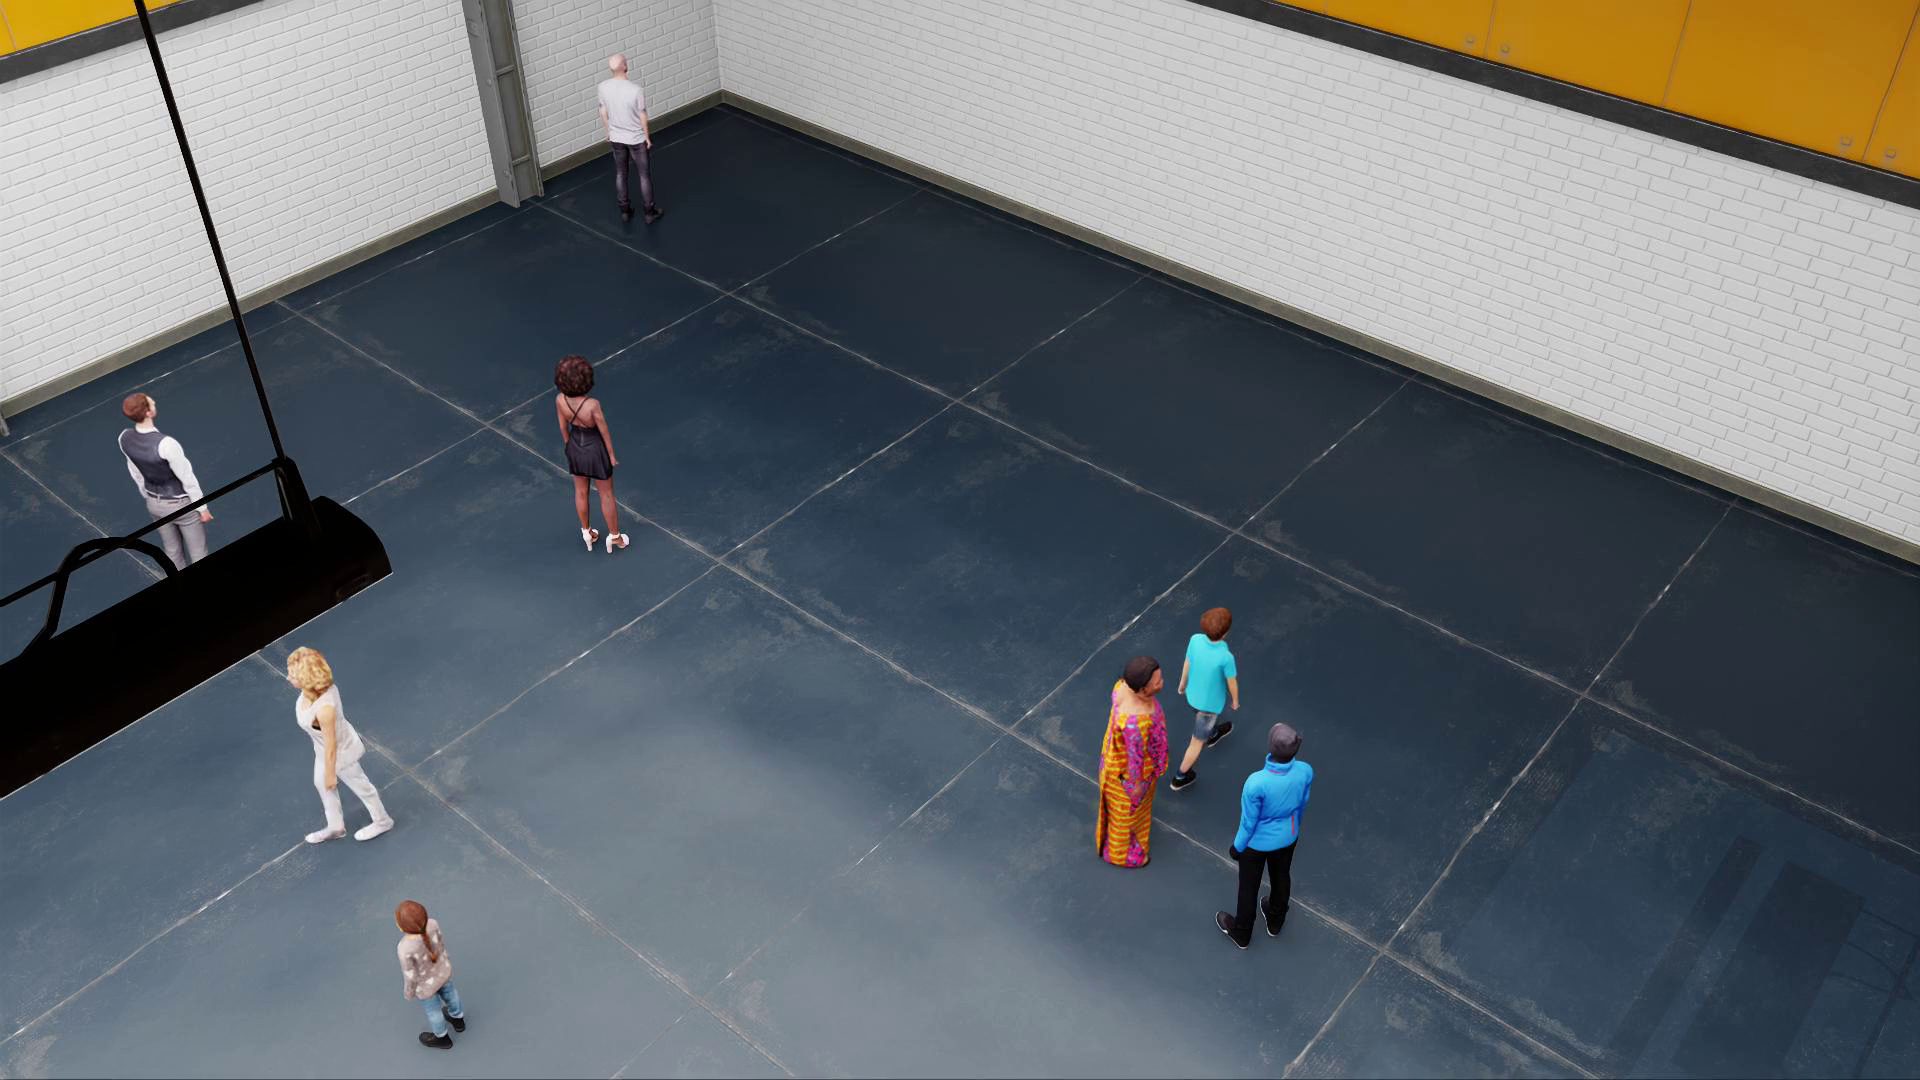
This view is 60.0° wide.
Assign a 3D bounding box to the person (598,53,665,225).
[{"bbox_3d":[-3.478,-4.192,17.382,0.745,1.831,0.742,9,39,11],"label":"person"}]

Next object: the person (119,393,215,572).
[{"bbox_3d":[-5.869,-0.279,12.397,0.741,1.938,0.704,11,40,13],"label":"person"}]

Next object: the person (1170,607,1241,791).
[{"bbox_3d":[1.603,1.073,11.126,0.994,1.411,0.633,-29,47,-31],"label":"person"}]

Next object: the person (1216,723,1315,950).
[{"bbox_3d":[1.851,1.777,9.938,0.631,1.794,0.750,-15,41,-18],"label":"person"}]

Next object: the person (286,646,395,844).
[{"bbox_3d":[-3.899,1.339,10.663,0.714,1.574,0.706,-20,43,-23],"label":"person"}]

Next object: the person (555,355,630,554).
[{"bbox_3d":[-2.898,-0.651,12.989,0.646,1.781,0.657,10,40,13],"label":"person"}]

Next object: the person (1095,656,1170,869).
[{"bbox_3d":[1.103,1.364,10.545,0.842,1.683,0.777,-1,39,-1],"label":"person"}]

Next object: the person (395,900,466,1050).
[{"bbox_3d":[-3.045,2.482,9.535,0.583,1.194,0.459,18,42,21],"label":"person"}]
